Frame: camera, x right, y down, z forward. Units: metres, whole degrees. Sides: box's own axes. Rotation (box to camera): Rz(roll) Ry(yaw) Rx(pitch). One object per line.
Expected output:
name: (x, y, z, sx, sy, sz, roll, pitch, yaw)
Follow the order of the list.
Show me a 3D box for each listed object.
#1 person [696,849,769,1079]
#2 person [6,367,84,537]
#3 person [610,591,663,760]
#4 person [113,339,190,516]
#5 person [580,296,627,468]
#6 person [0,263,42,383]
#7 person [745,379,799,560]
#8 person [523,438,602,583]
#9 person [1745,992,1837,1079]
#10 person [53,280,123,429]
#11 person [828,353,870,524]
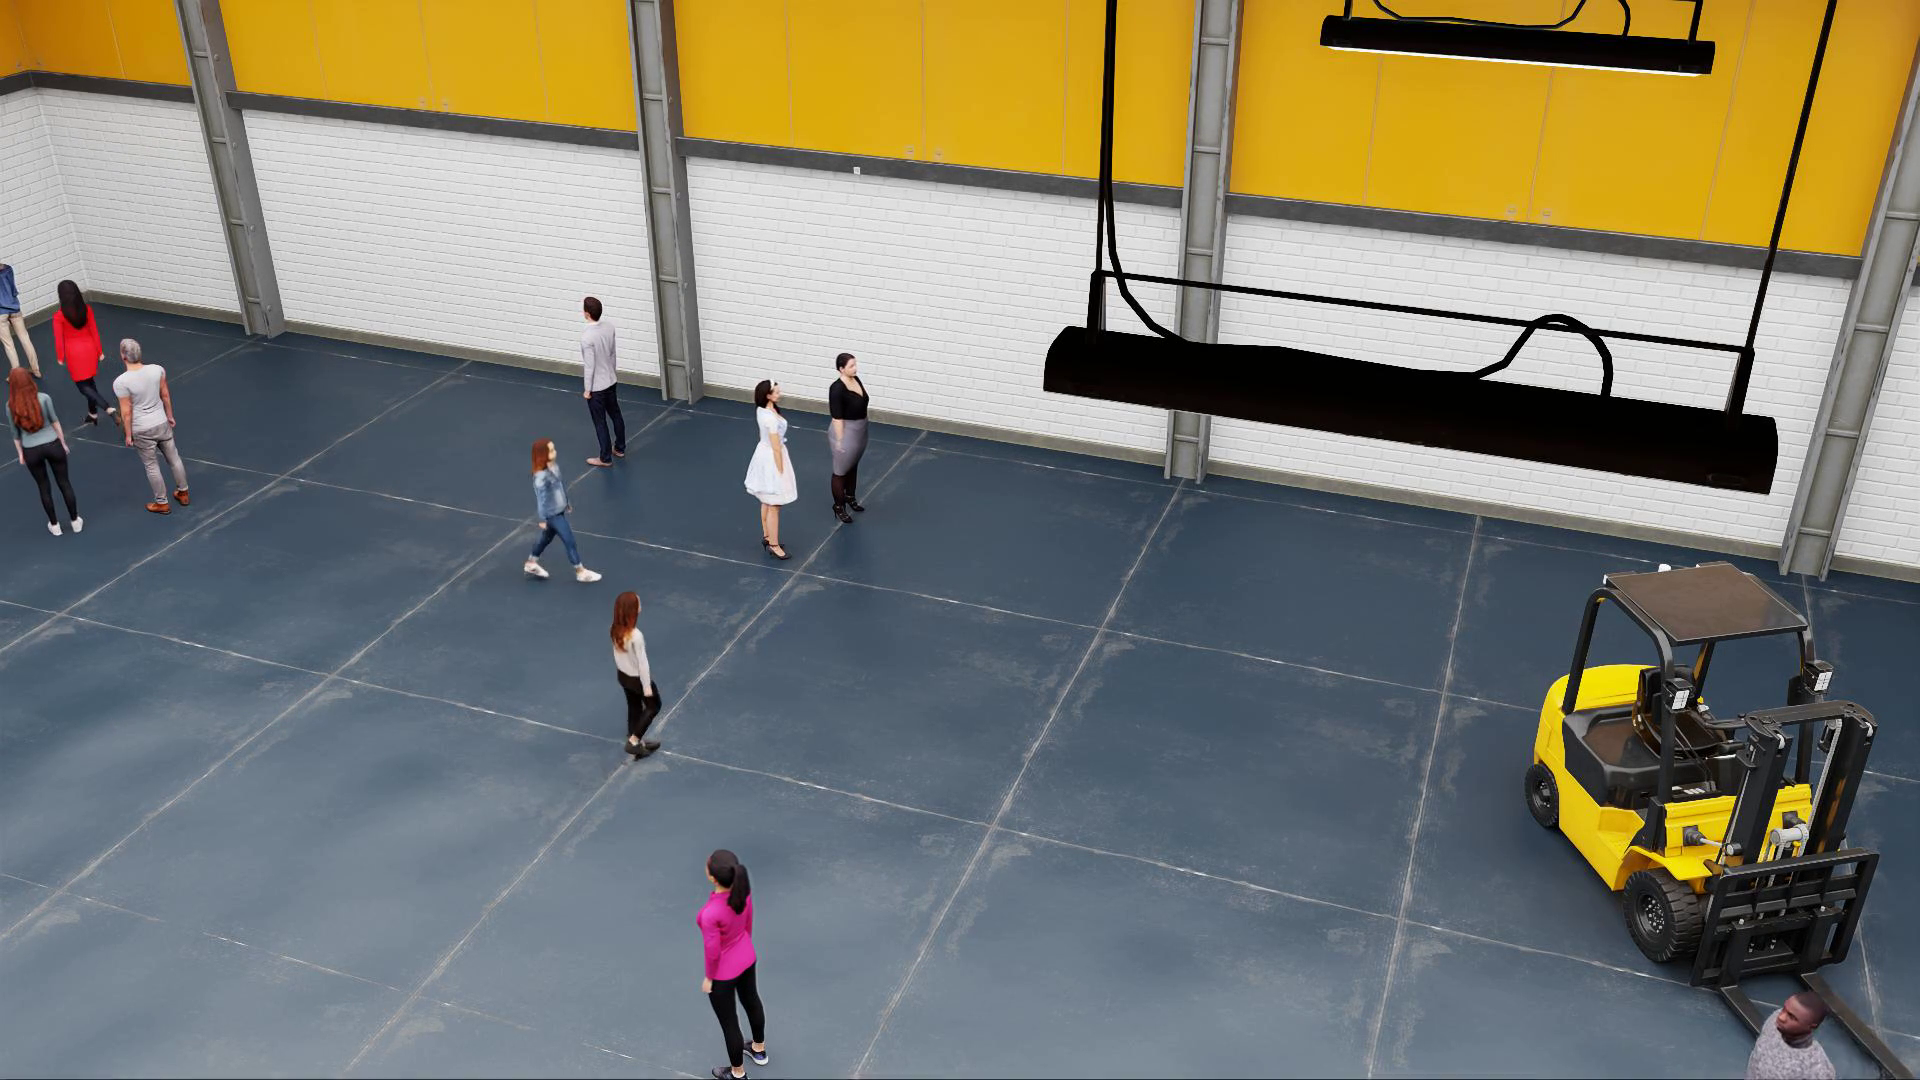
person: (-1.365, 2.548, 9.962, 0.618, 1.698, 0.630, 16, 32, 27)
person: (-8.902, -0.858, 16.158, 0.691, 1.744, 0.739, -15, 32, -26)
person: (-2.570, 1.088, 12.866, 0.716, 1.480, 0.622, -26, 38, -38)
person: (-8.070, -1.141, 16.585, 0.641, 1.832, 0.740, 17, 33, 29)
person: (-3.794, -1.684, 17.559, 0.581, 1.852, 0.693, 13, 31, 22)
person: (-11.212, -2.667, 19.524, 0.610, 1.697, 0.647, 15, 32, 25)
person: (-1.778, -0.678, 15.754, 0.914, 1.816, 0.859, -10, 30, -17)
person: (-3.829, -0.258, 15.368, 1.042, 1.448, 0.760, 2, 29, 4)
person: (4.385, 3.115, 8.825, 1.269, 1.792, 1.106, -7, 29, -12)
person: (-9.572, -1.978, 18.230, 1.033, 1.727, 0.724, 16, 32, 27)
person: (-1.123, -1.036, 16.468, 0.622, 1.760, 0.668, 12, 31, 21)
